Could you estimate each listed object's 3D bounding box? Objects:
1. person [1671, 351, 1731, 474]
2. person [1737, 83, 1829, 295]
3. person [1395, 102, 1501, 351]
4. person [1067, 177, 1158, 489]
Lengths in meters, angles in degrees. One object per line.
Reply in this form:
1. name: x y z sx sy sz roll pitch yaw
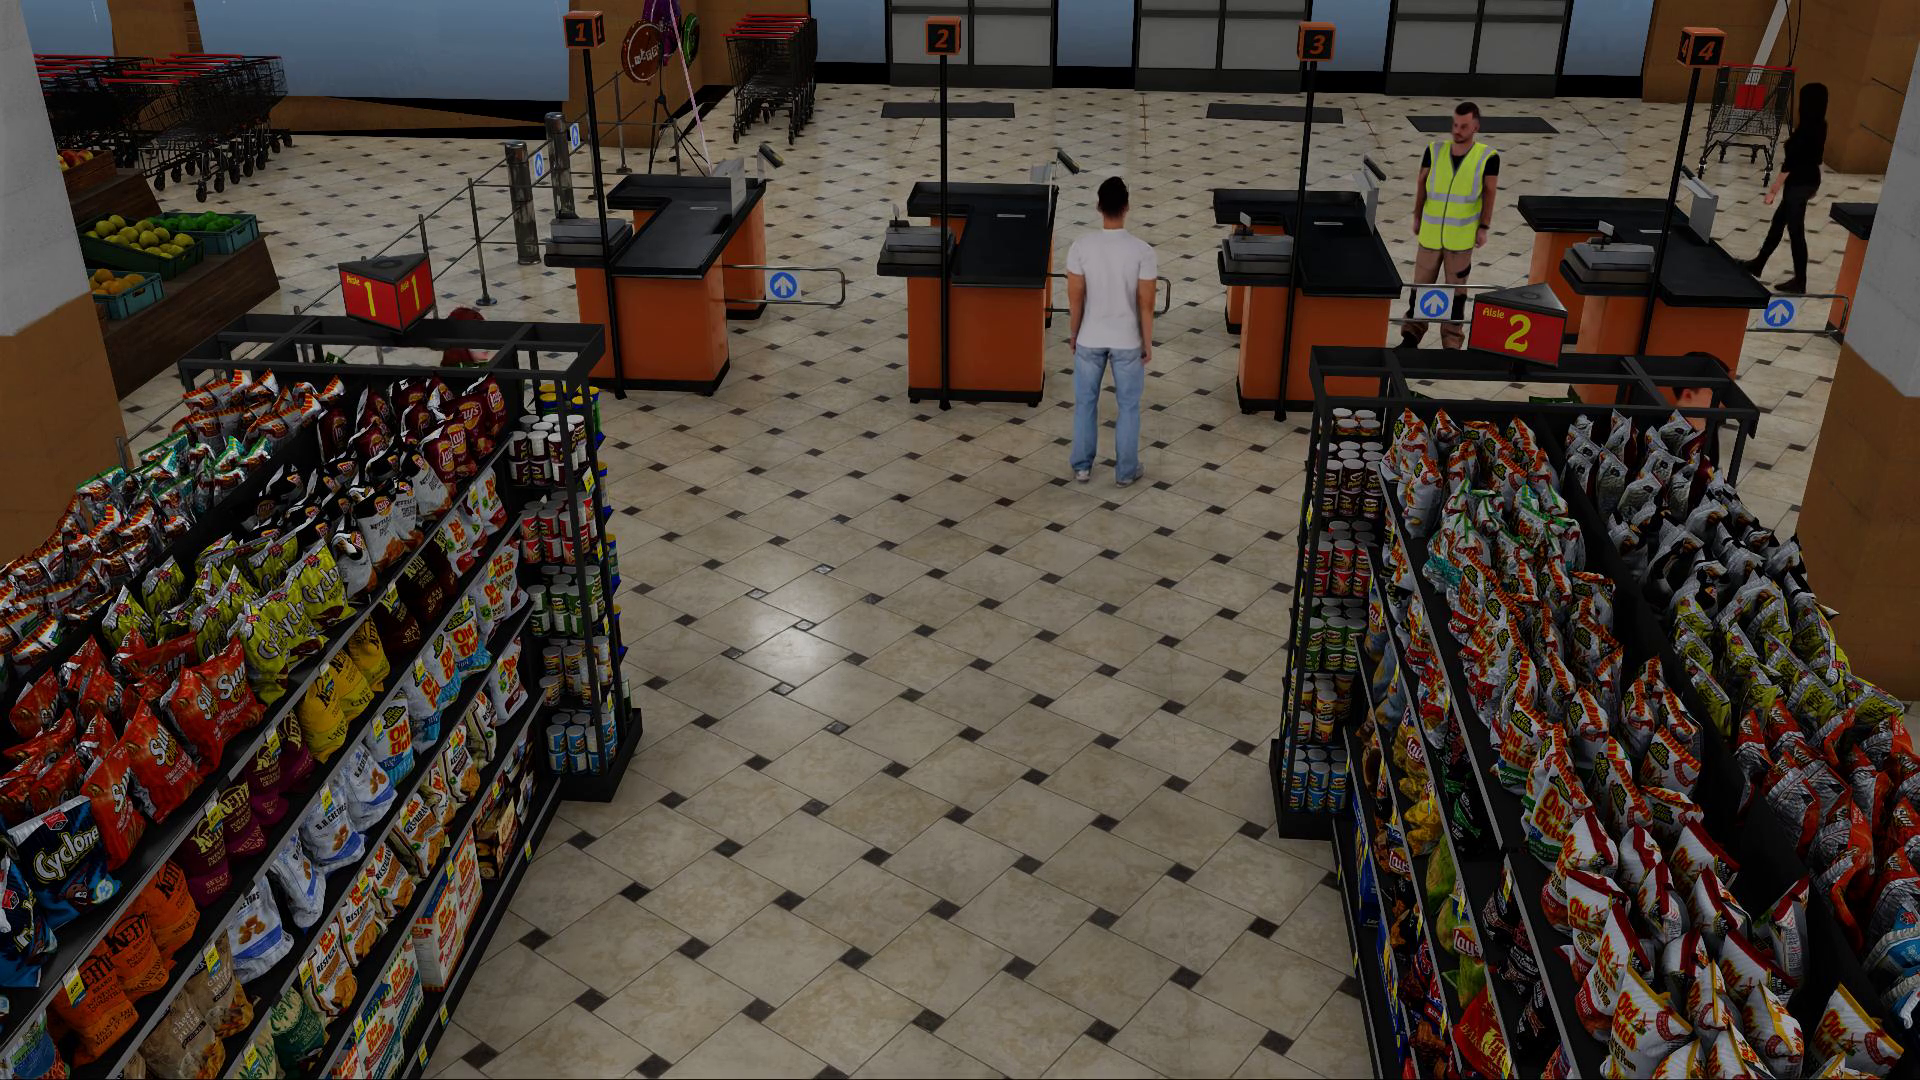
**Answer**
1. person: 3.107 0.043 7.348 0.797 1.847 0.685 19 33 33
2. person: 6.684 -2.737 13.079 0.943 1.622 0.995 -22 34 -36
3. person: 3.443 -2.177 11.727 0.799 1.845 0.828 11 29 21
4. person: 0.878 -1.203 9.790 0.714 1.860 0.627 9 28 17
